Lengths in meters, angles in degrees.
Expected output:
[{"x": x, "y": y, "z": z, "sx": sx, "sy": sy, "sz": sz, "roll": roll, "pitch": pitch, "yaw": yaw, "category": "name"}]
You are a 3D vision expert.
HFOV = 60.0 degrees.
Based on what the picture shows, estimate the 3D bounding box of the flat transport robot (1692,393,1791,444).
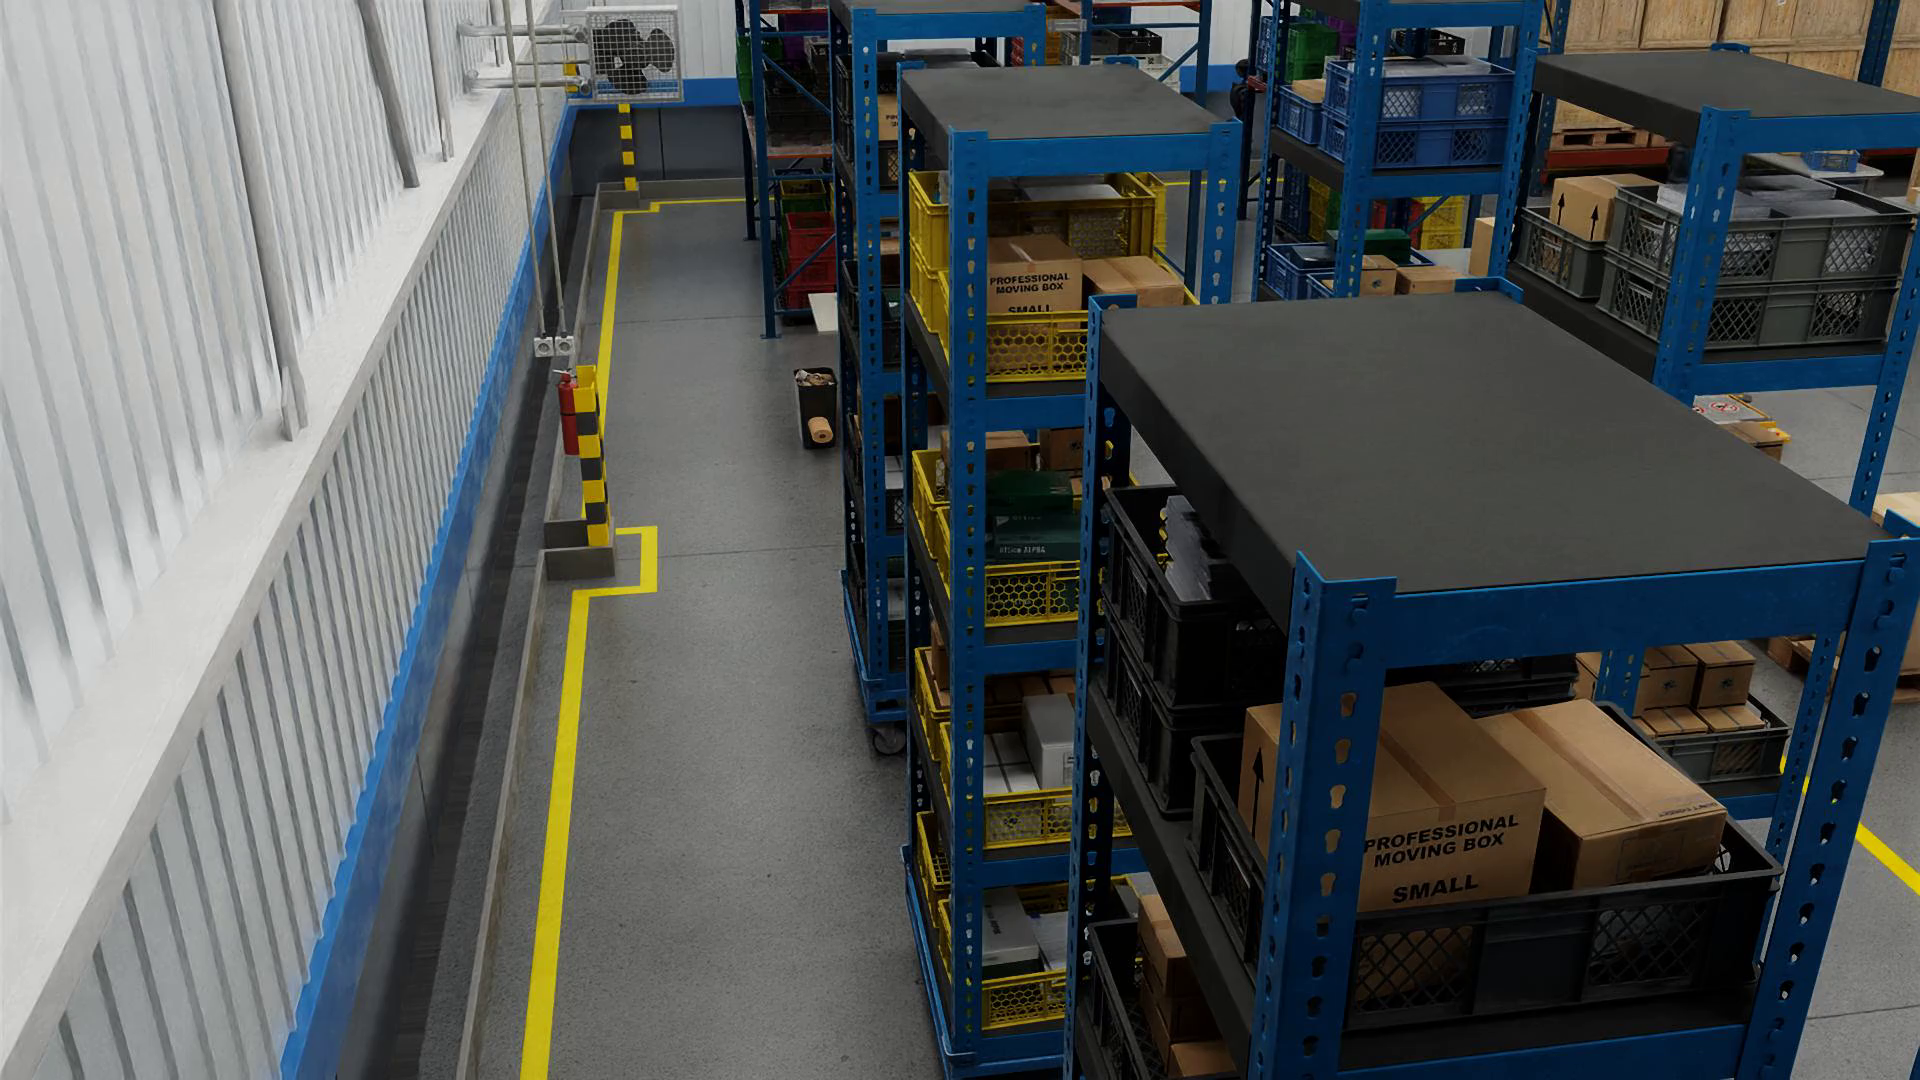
[{"x": 5.224, "y": -0.859, "z": 12.132, "sx": 1.431, "sy": 0.197, "sz": 0.652, "roll": -4, "pitch": 25, "yaw": -8, "category": "flat transport robot"}]

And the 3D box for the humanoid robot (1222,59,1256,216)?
[{"x": 3.065, "y": -4.394, "z": 18.144, "sx": 0.314, "sy": 1.661, "sz": 0.610, "roll": 2, "pitch": 25, "yaw": 5, "category": "humanoid robot"}]

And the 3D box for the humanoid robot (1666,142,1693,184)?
[{"x": 6.621, "y": -3.145, "z": 15.445, "sx": 0.392, "sy": 1.656, "sz": 0.589, "roll": 14, "pitch": 28, "yaw": 27, "category": "humanoid robot"}]
